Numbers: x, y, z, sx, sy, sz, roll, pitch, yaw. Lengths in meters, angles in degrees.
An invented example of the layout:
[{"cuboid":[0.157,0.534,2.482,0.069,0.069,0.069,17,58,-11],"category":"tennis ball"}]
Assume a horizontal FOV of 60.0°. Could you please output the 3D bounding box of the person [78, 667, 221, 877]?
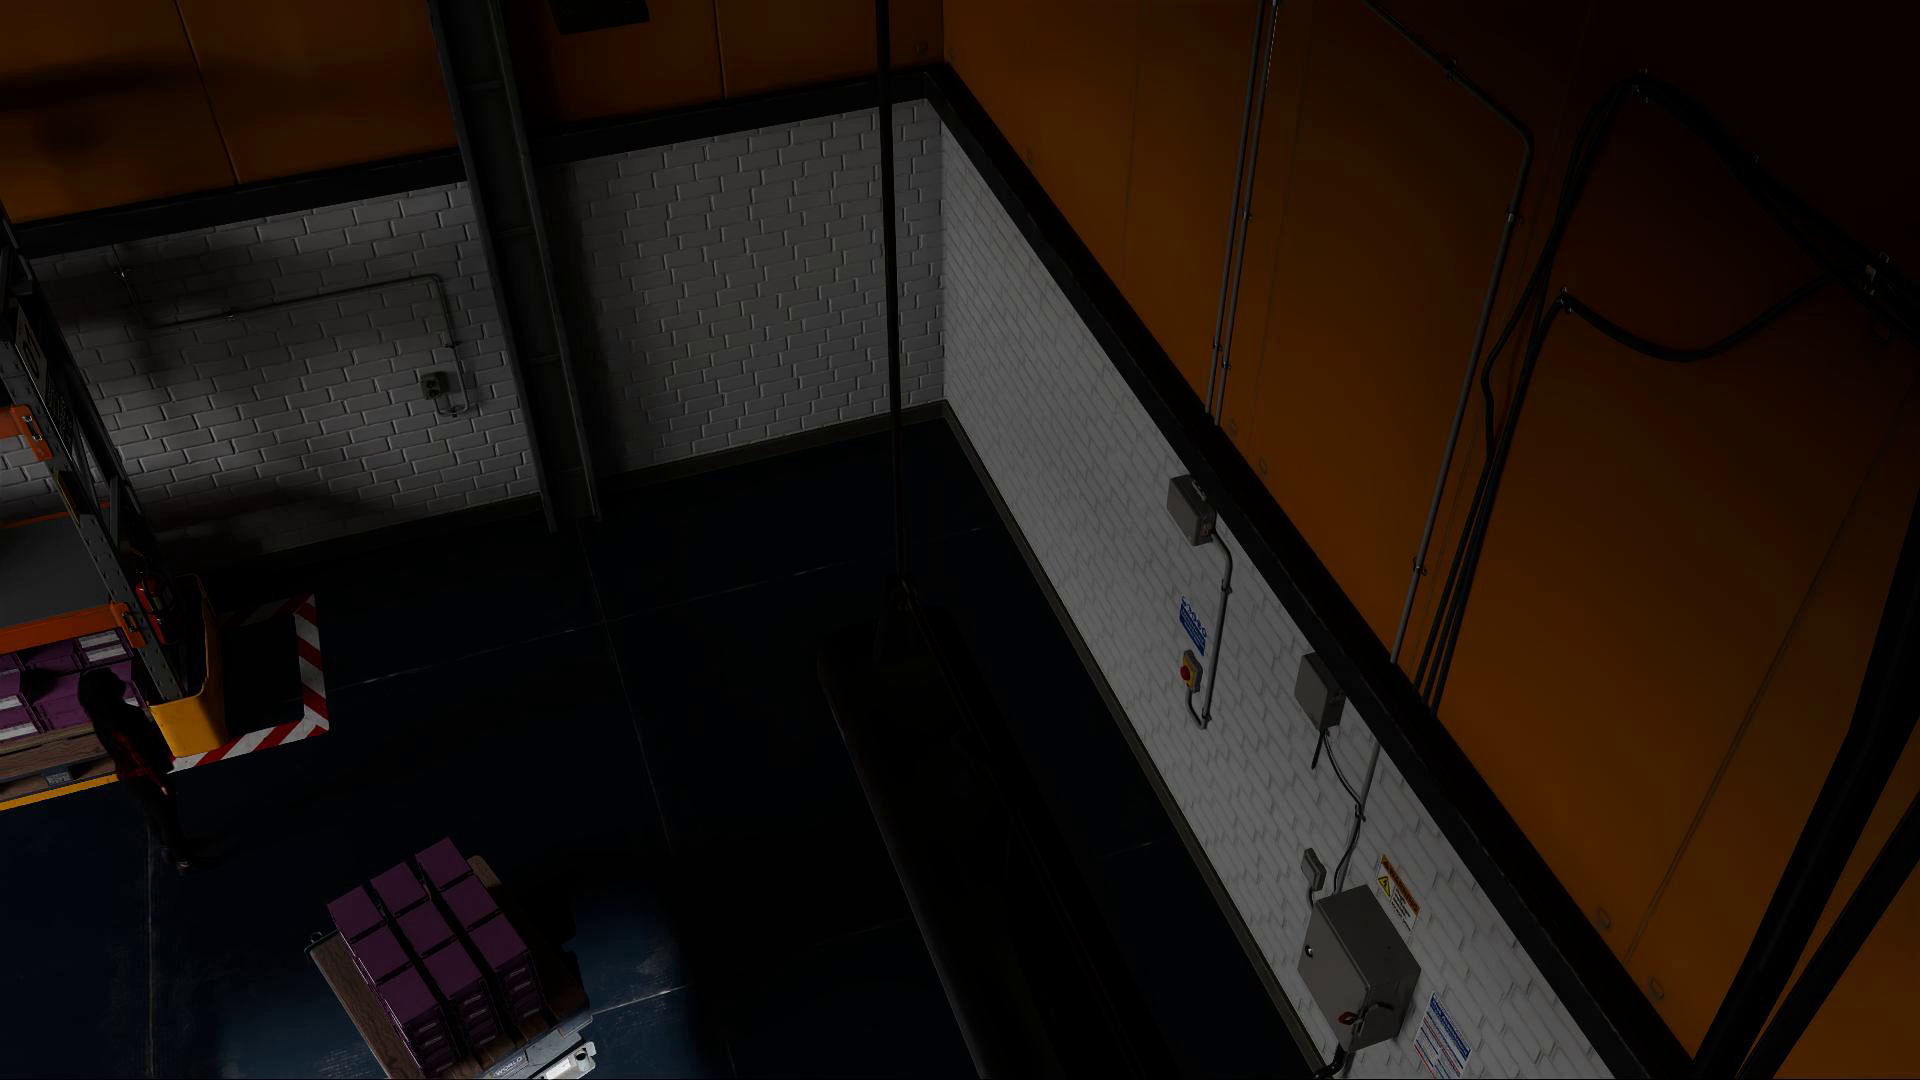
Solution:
[{"cuboid":[-4.695,1.343,9.536,0.645,1.658,0.656,-33,53,-30],"category":"person"}]
